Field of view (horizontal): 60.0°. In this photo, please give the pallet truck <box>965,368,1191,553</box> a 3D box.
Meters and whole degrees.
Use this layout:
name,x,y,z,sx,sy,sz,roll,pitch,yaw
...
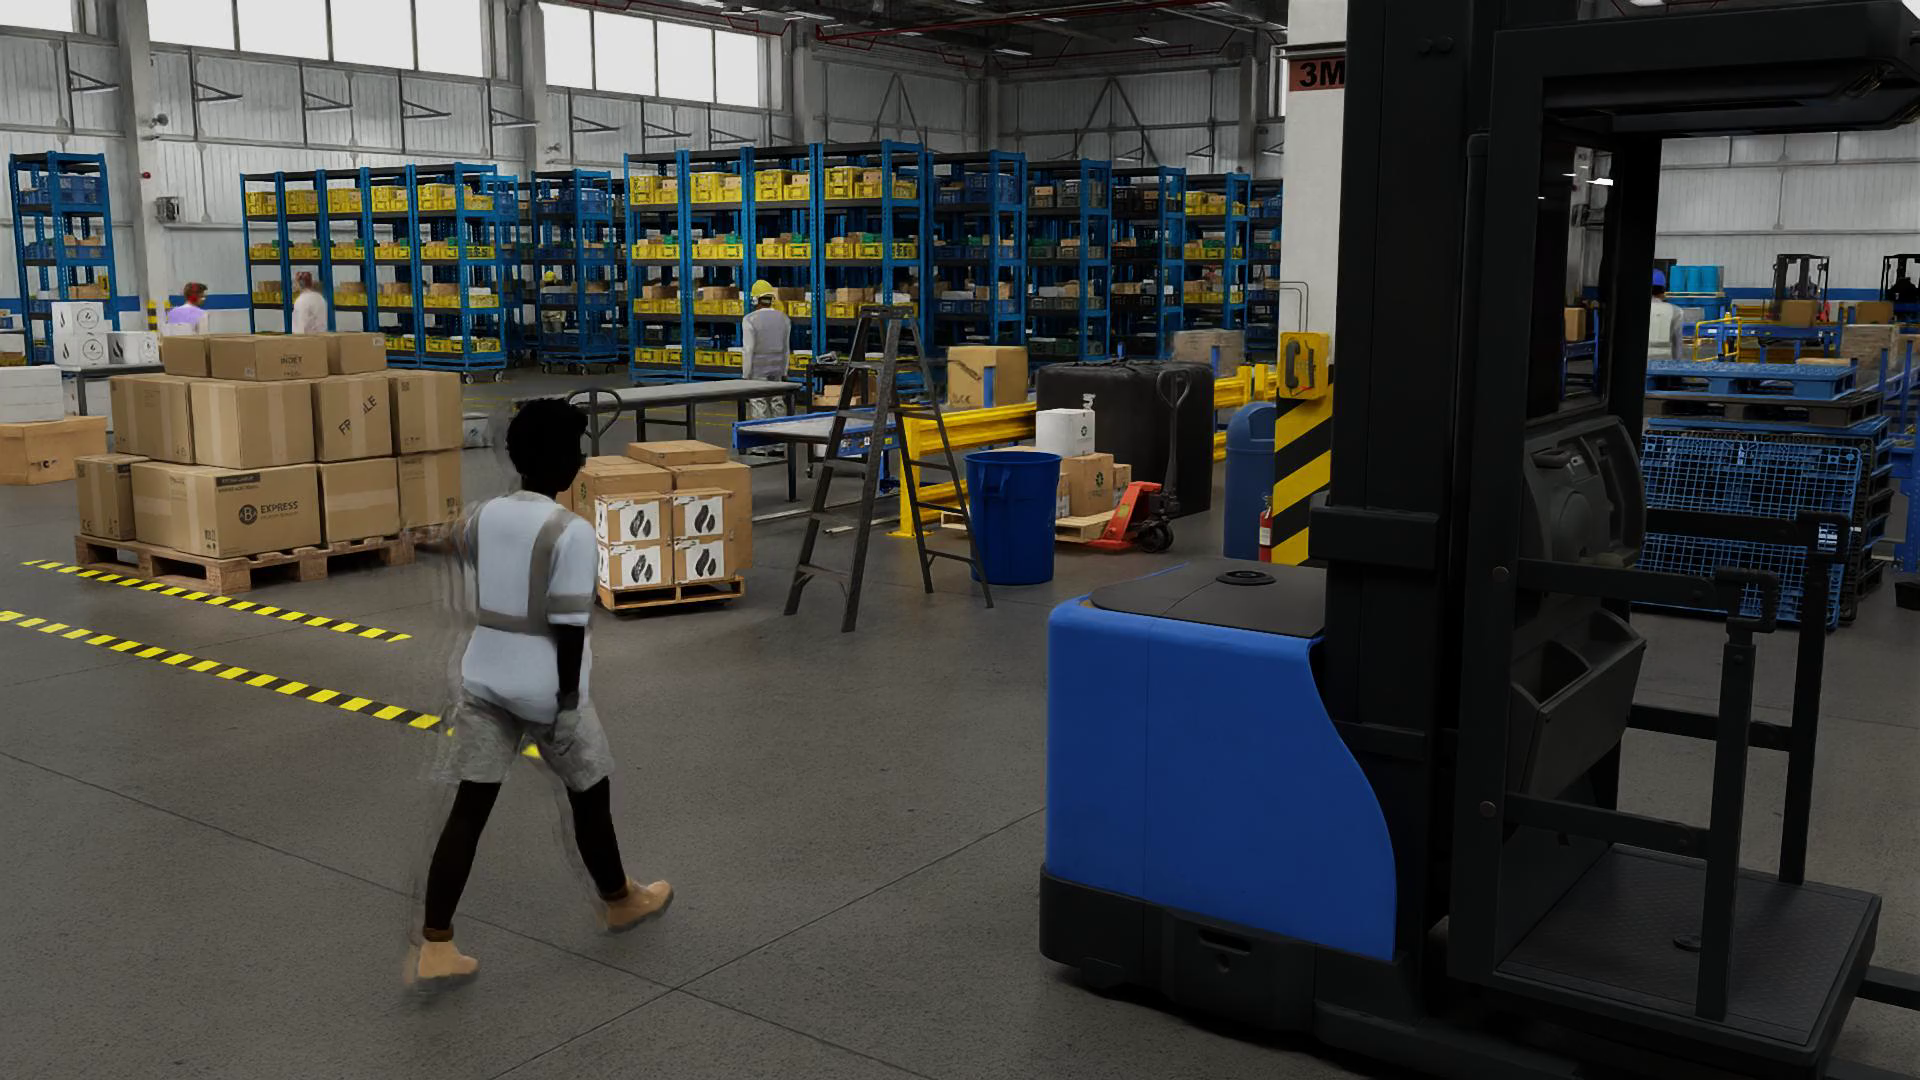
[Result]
name,x,y,z,sx,sy,sz,roll,pitch,yaw
pallet truck,0.845,-0.609,11.869,1.630,1.274,0.653,7,12,35

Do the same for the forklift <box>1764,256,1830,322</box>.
name,x,y,z,sx,sy,sz,roll,pitch,yaw
forklift,20.253,-5.854,40.139,1.157,1.987,2.680,7,12,35

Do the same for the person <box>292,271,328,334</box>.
name,x,y,z,sx,sy,sz,roll,pitch,yaw
person,-8.377,-2.502,21.377,0.414,1.895,0.643,0,10,0

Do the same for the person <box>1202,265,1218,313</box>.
name,x,y,z,sx,sy,sz,roll,pitch,yaw
person,7.322,-7.119,48.567,0.609,1.996,0.383,9,13,44

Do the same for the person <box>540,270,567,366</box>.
name,x,y,z,sx,sy,sz,roll,pitch,yaw
person,-7.879,-4.271,32.086,0.590,1.836,0.404,2,10,14

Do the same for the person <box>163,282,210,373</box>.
name,x,y,z,sx,sy,sz,roll,pitch,yaw
person,-8.501,-1.936,18.333,0.596,1.785,0.937,5,11,28

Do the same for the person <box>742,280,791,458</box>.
name,x,y,z,sx,sy,sz,roll,pitch,yaw
person,-1.986,-1.708,16.826,0.404,1.831,0.601,9,13,43

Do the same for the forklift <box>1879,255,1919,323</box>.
name,x,y,z,sx,sy,sz,roll,pitch,yaw
forklift,22.089,-5.634,38.796,1.157,1.987,2.680,6,11,33

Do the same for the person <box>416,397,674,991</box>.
name,x,y,z,sx,sy,sz,roll,pitch,yaw
person,-1.226,0.420,4.715,0.540,1.649,0.901,6,11,33

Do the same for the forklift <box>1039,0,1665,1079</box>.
name,x,y,z,sx,sy,sz,roll,pitch,yaw
forklift,1.249,-0.137,4.360,1.873,2.768,1.129,7,12,35

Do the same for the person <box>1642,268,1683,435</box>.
name,x,y,z,sx,sy,sz,roll,pitch,yaw
person,6.840,-1.713,16.516,0.615,1.945,0.404,0,10,-1

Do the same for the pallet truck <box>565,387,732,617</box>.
name,x,y,z,sx,sy,sz,roll,pitch,yaw
pallet truck,-1.981,-0.274,10.088,0.680,1.201,1.601,-5,11,-28
